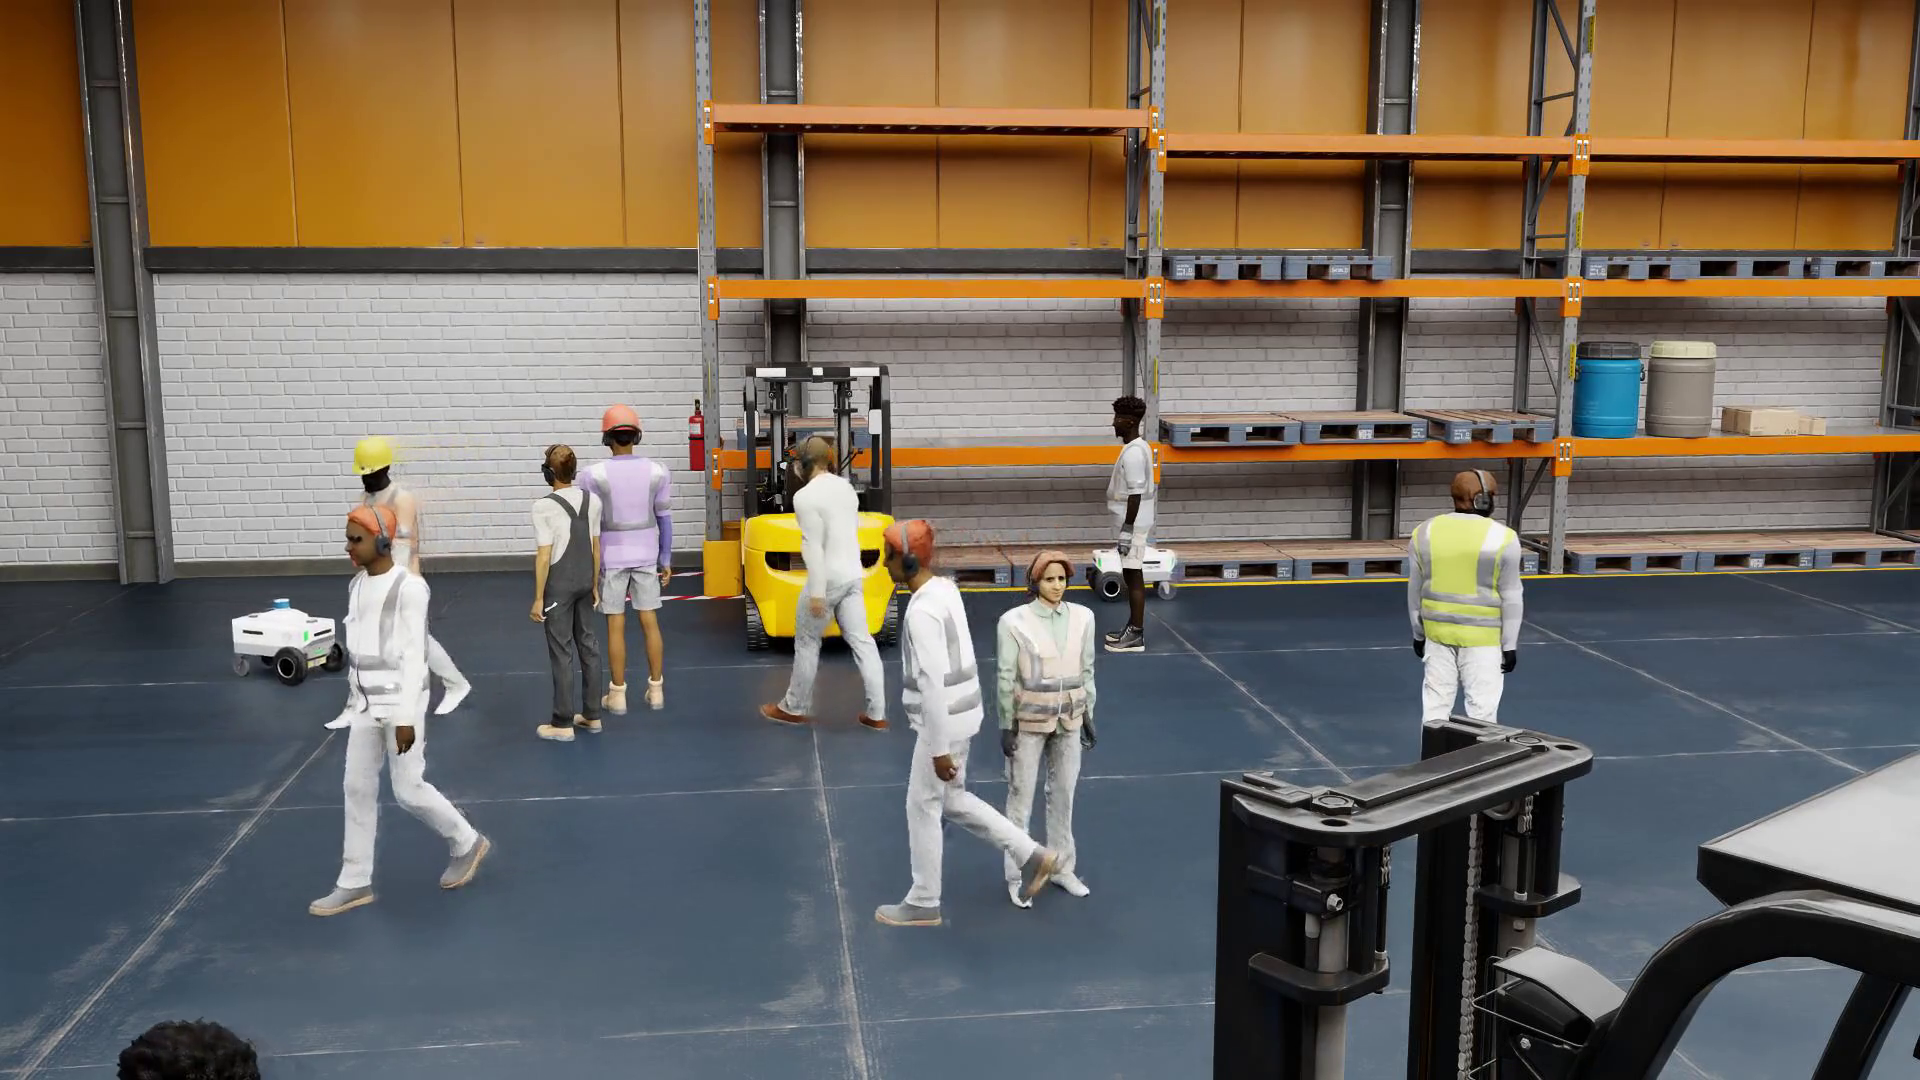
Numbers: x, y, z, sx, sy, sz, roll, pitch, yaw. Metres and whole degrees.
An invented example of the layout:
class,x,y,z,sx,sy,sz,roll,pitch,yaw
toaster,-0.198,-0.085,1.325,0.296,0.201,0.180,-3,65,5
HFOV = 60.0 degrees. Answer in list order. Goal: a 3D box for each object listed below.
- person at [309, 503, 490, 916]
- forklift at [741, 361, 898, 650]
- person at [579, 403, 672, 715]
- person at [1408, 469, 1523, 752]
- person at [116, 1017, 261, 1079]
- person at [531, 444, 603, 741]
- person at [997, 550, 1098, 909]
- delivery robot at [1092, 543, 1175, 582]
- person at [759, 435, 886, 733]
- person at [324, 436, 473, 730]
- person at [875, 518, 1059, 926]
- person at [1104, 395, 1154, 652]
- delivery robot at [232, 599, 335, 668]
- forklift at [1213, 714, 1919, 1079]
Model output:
class,x,y,z,sx,sy,sz,roll,pitch,yaw
person,-2.580,0.752,7.588,0.602,1.870,0.719,7,12,38
forklift,-1.154,-0.340,13.365,1.214,2.155,2.313,-1,9,-7
person,-2.205,0.122,10.959,0.615,2.038,0.395,-5,10,-28
person,2.744,0.532,9.035,0.624,1.840,0.430,8,12,40
person,-1.244,1.609,2.800,0.380,1.684,0.539,6,11,31
person,-2.444,0.323,10.316,0.345,1.846,0.507,7,11,36
person,0.396,0.853,7.643,0.516,1.641,0.309,-5,10,-27
delivery robot,1.543,0.203,14.785,0.707,0.478,0.477,-1,9,-4
person,-0.832,0.281,10.527,0.860,1.880,0.649,5,11,30
person,-3.609,0.250,10.683,0.587,1.875,0.908,7,11,37
person,0.012,0.812,7.262,0.715,1.854,0.591,2,9,9
person,1.302,-0.129,12.759,0.366,1.965,0.607,1,9,9
delivery robot,-4.840,0.666,11.896,0.707,0.478,0.477,3,10,20
forklift,1.441,1.425,2.350,1.214,2.155,2.313,-7,12,-39
